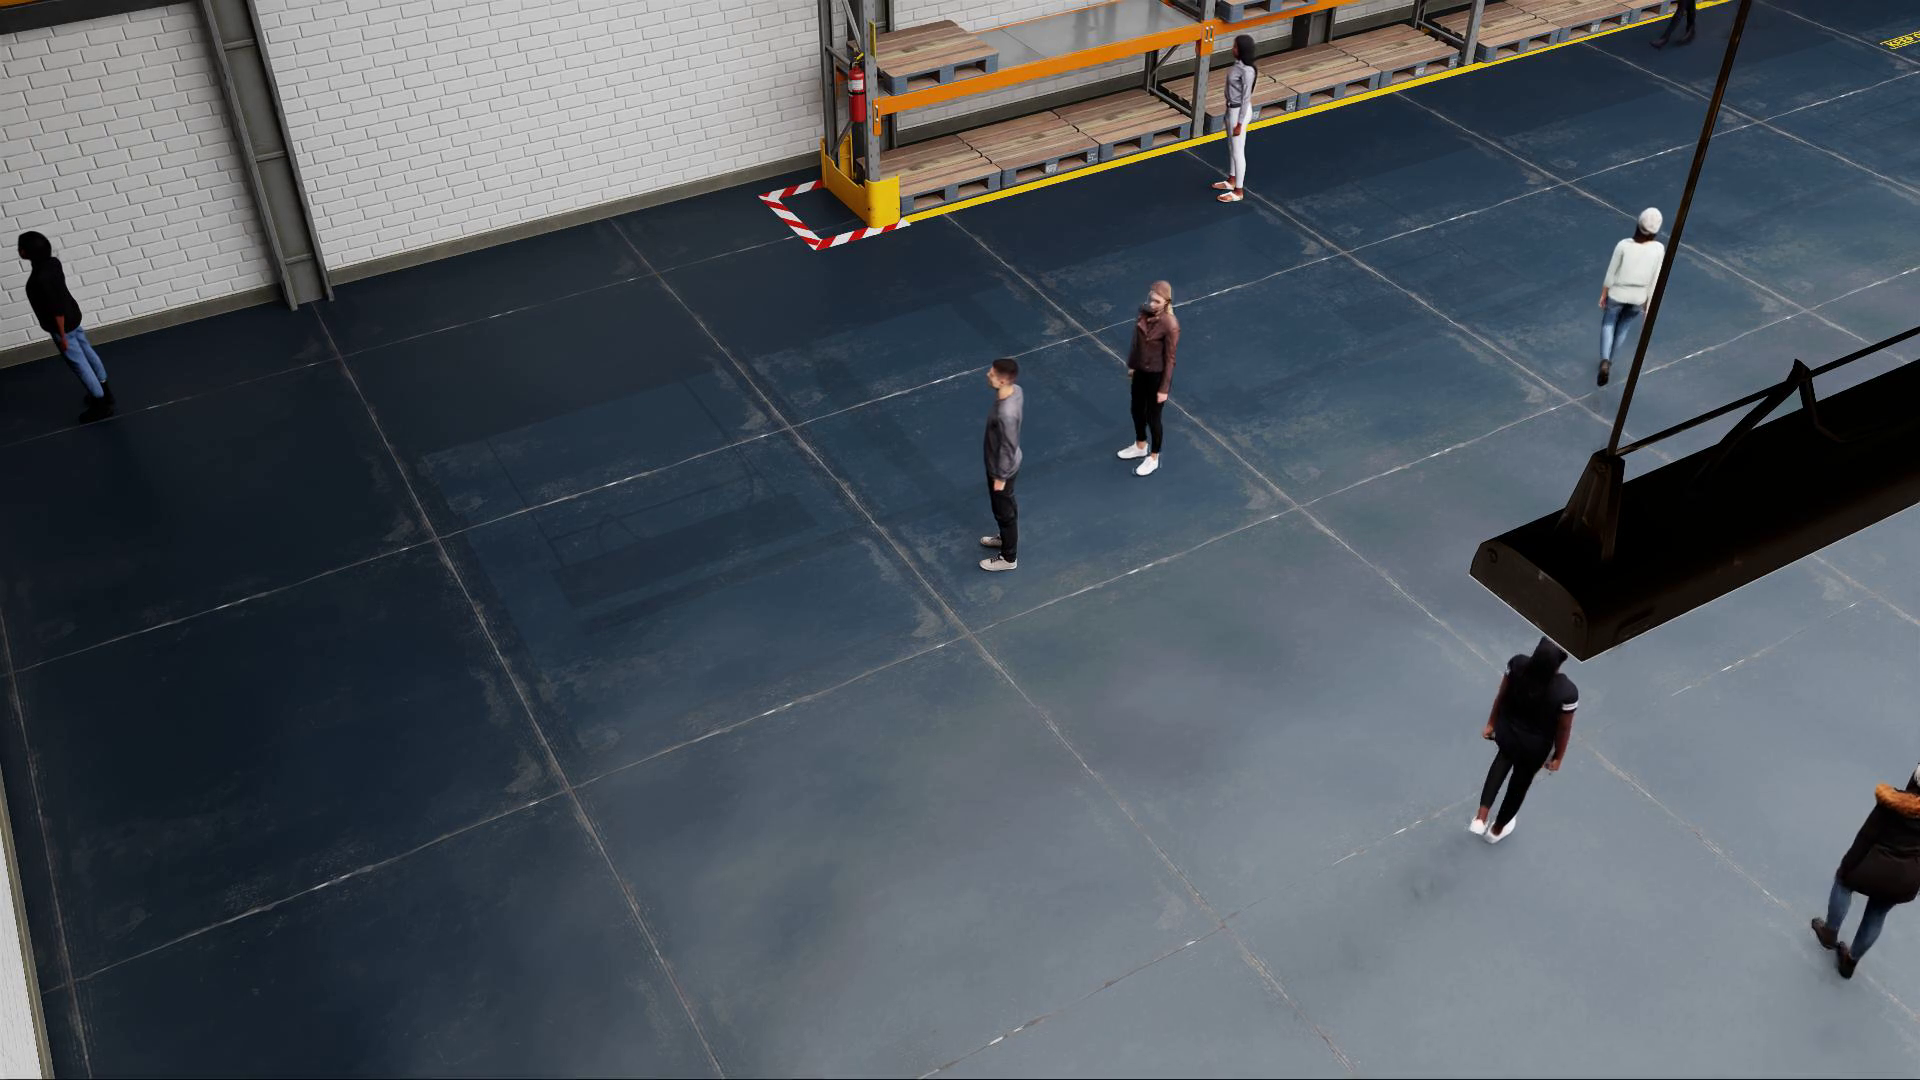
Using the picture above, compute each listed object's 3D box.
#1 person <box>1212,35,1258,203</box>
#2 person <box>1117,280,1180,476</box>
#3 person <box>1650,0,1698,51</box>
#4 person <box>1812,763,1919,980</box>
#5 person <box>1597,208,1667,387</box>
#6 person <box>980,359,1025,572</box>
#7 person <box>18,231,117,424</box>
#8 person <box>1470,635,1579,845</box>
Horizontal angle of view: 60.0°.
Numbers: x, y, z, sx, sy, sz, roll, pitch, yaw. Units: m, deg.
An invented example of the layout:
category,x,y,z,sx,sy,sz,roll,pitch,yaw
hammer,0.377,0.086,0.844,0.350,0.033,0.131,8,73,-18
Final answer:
category,x,y,z,sx,sy,sz,roll,pitch,yaw
person,2.787,-4.254,16.714,0.648,1.722,0.667,-3,39,-3
person,1.503,-1.297,13.030,0.545,1.699,0.651,-18,42,-22
person,8.809,-6.747,19.798,1.056,1.768,0.656,-19,43,-23
person,5.103,1.849,9.153,0.780,1.621,0.842,8,39,10
person,5.614,-2.021,13.992,0.919,1.629,0.995,11,40,14
person,0.316,-0.554,12.050,0.719,1.761,0.700,3,39,4
person,-7.311,-1.758,13.605,0.631,1.701,0.636,-7,39,-9
person,3.299,1.220,9.858,0.765,1.724,0.709,-31,48,-33
